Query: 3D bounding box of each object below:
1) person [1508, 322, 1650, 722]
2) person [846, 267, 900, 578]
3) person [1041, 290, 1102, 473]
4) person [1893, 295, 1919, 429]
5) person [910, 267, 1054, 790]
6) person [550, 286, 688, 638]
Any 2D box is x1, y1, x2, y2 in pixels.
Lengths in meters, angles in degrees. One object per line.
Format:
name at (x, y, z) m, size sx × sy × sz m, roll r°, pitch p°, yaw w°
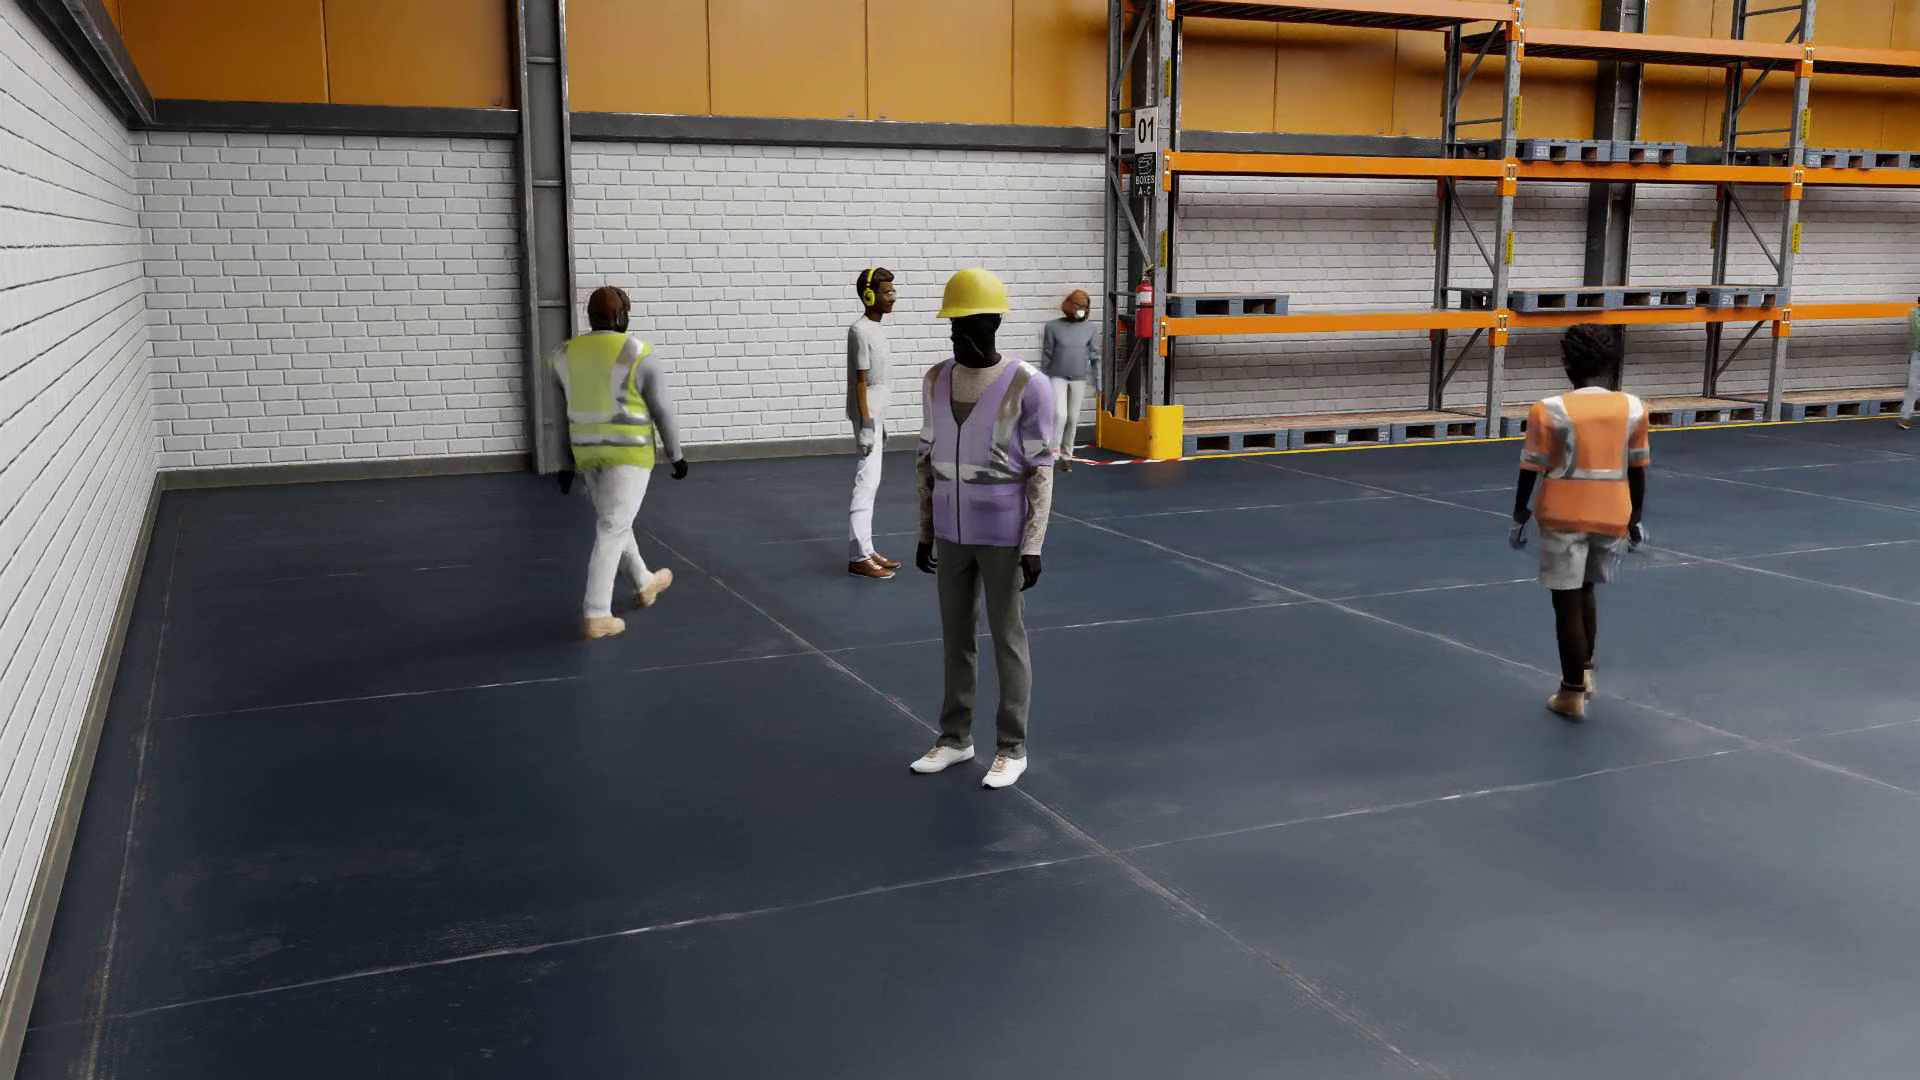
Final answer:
person at (2.610, -0.087, 7.117) m, size 0.557 × 1.676 × 0.526 m, roll -2°, pitch 10°, yaw -10°
person at (-0.526, -0.713, 10.109) m, size 0.323 × 1.870 × 0.518 m, roll 1°, pitch 10°, yaw 7°
person at (0.973, -1.383, 14.561) m, size 0.518 × 1.603 × 0.493 m, roll -2°, pitch 10°, yaw -11°
person at (10.363, -1.963, 17.834) m, size 0.874 × 1.579 × 0.511 m, roll -7°, pitch 13°, yaw -36°
person at (0.069, -0.041, 6.204) m, size 0.588 × 1.927 × 0.370 m, roll 7°, pitch 12°, yaw 35°
person at (-1.772, -0.435, 8.787) m, size 0.633 × 1.783 × 0.995 m, roll 5°, pitch 11°, yaw 26°
